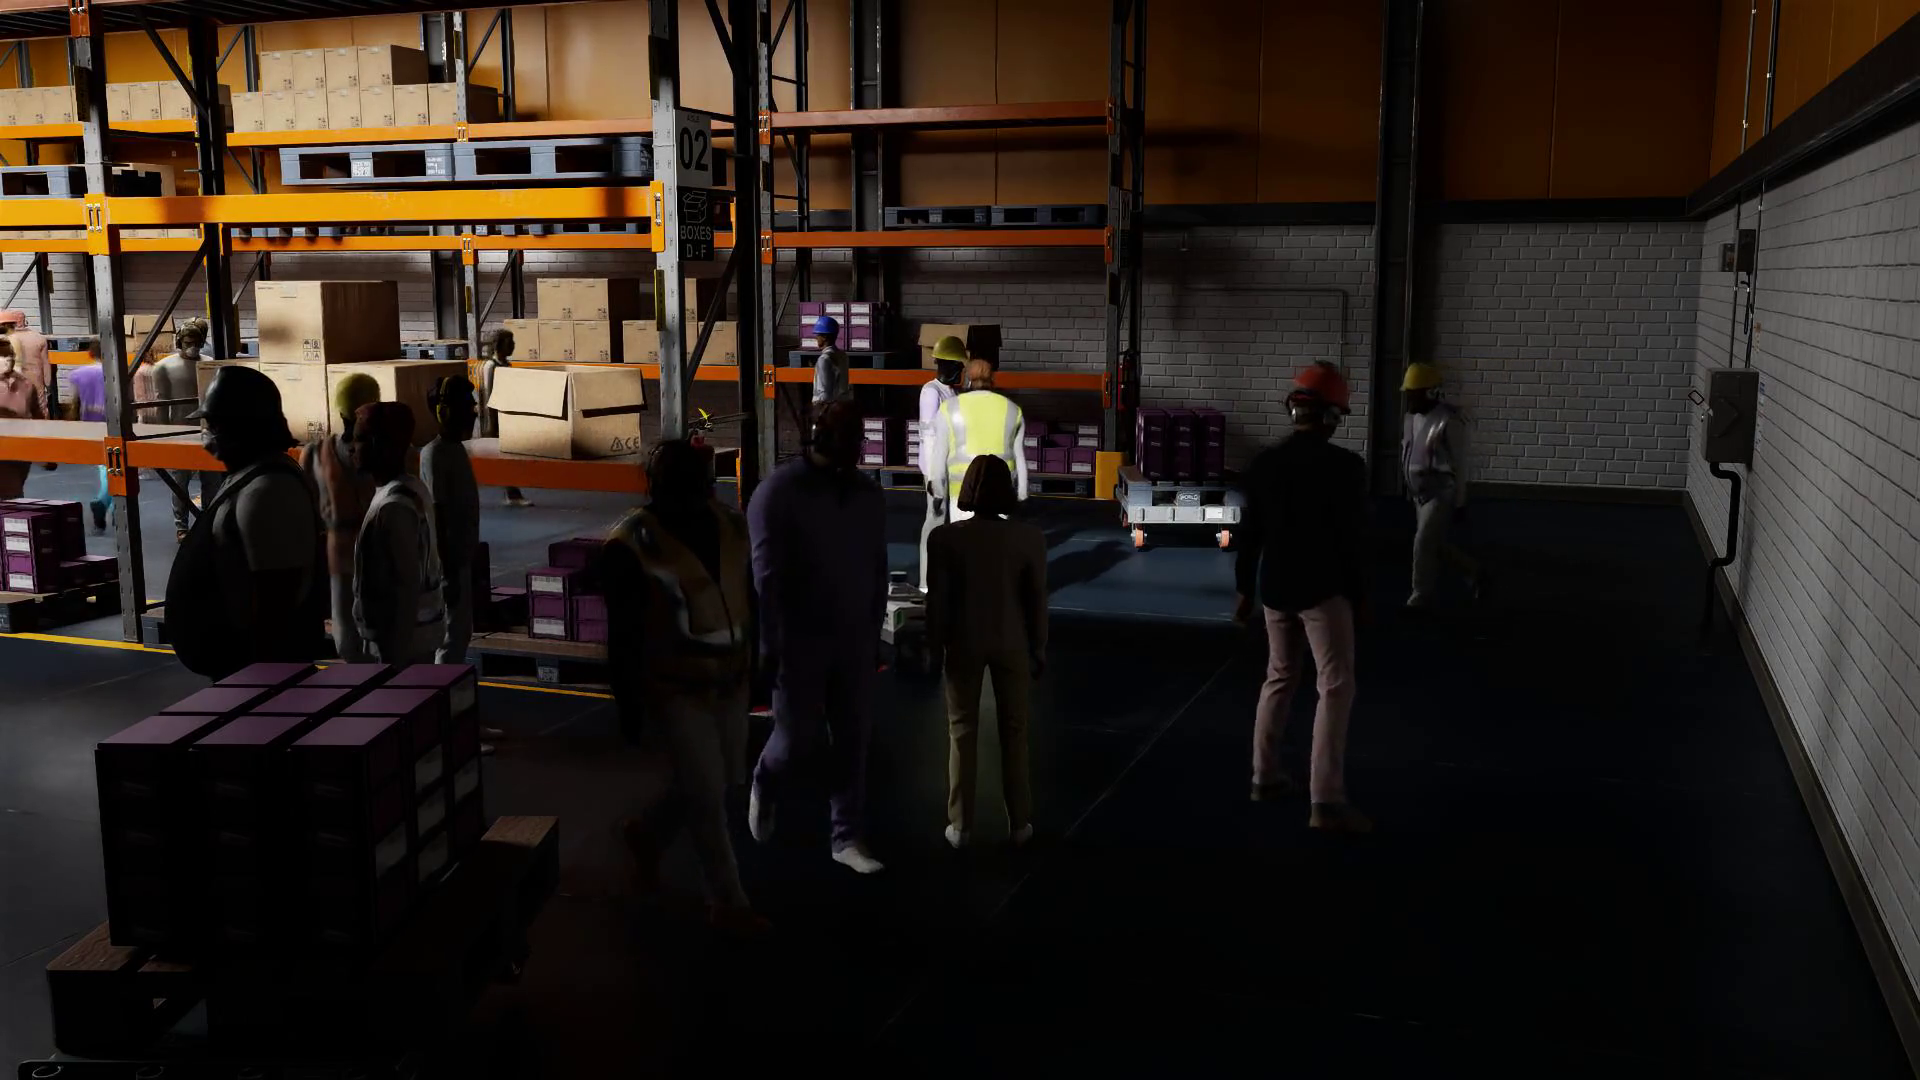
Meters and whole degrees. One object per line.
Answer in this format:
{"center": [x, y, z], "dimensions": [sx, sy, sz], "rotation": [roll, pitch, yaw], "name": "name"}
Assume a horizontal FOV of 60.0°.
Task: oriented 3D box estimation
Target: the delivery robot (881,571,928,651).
{"center": [-0.371, 0.434, 10.088], "dimensions": [0.477, 0.478, 0.707], "rotation": [-4, 10, -26], "name": "delivery robot"}

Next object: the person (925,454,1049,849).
{"center": [0.110, 0.462, 6.831], "dimensions": [0.508, 1.632, 0.271], "rotation": [0, 9, -2], "name": "person"}

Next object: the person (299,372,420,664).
{"center": [-2.958, 0.096, 8.340], "dimensions": [0.639, 1.892, 0.609], "rotation": [-1, 9, -9], "name": "person"}

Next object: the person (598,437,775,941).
{"center": [-1.006, 0.517, 5.961], "dimensions": [0.693, 1.809, 0.643], "rotation": [7, 12, 38], "name": "person"}

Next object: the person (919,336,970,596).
{"center": [-0.100, -0.531, 12.178], "dimensions": [0.383, 1.918, 0.587], "rotation": [3, 10, 18], "name": "person"}

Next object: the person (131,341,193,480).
{"center": [-9.213, -1.473, 19.048], "dimensions": [0.763, 1.612, 0.510], "rotation": [1, 9, 9], "name": "person"}

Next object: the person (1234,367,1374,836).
{"center": [1.506, 0.252, 7.157], "dimensions": [0.596, 1.958, 0.848], "rotation": [-7, 11, -37], "name": "person"}

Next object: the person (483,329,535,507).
{"center": [-4.700, -1.225, 16.837], "dimensions": [0.653, 1.825, 0.515], "rotation": [1, 9, 7], "name": "person"}

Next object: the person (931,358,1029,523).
{"center": [0.157, -0.313, 11.186], "dimensions": [0.674, 1.810, 0.621], "rotation": [-2, 9, -12], "name": "person"}

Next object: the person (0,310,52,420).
{"center": [-12.189, -2.034, 21.668], "dimensions": [0.639, 1.903, 0.406], "rotation": [-6, 11, -33], "name": "person"}

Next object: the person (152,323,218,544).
{"center": [-6.767, -0.943, 14.710], "dimensions": [0.629, 1.936, 0.373], "rotation": [-8, 12, -42], "name": "person"}

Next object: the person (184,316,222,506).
{"center": [-7.745, -1.313, 17.023], "dimensions": [0.373, 1.940, 0.628], "rotation": [-2, 9, -10], "name": "person"}

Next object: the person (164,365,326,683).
{"center": [-2.585, 0.385, 6.040], "dimensions": [0.537, 2.000, 0.678], "rotation": [-4, 10, -21], "name": "person"}

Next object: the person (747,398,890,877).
{"center": [-0.567, 0.371, 6.626], "dimensions": [0.660, 1.887, 0.669], "rotation": [-7, 11, -36], "name": "person"}

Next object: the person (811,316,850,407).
{"center": [-1.291, -1.259, 16.647], "dimensions": [0.394, 1.949, 0.602], "rotation": [2, 9, 15], "name": "person"}

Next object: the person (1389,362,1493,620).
{"center": [3.347, -0.342, 11.449], "dimensions": [0.772, 1.787, 0.599], "rotation": [-2, 9, -15], "name": "person"}

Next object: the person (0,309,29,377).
{"center": [-11.973, -1.951, 21.036], "dimensions": [0.371, 1.936, 0.548], "rotation": [-5, 10, -28], "name": "person"}

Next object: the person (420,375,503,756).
{"center": [-2.473, 0.124, 8.215], "dimensions": [0.323, 1.871, 0.528], "rotation": [-1, 9, -6], "name": "person"}

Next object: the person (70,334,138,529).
{"center": [-7.952, -1.003, 15.447], "dimensions": [0.570, 1.821, 0.777], "rotation": [0, 9, 2], "name": "person"}

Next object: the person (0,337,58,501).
{"center": [-7.721, -0.717, 13.539], "dimensions": [0.989, 1.851, 0.669], "rotation": [4, 10, 22], "name": "person"}

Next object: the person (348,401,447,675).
{"center": [-2.162, 0.405, 6.412], "dimensions": [0.353, 1.883, 0.573], "rotation": [-2, 9, -14], "name": "person"}
